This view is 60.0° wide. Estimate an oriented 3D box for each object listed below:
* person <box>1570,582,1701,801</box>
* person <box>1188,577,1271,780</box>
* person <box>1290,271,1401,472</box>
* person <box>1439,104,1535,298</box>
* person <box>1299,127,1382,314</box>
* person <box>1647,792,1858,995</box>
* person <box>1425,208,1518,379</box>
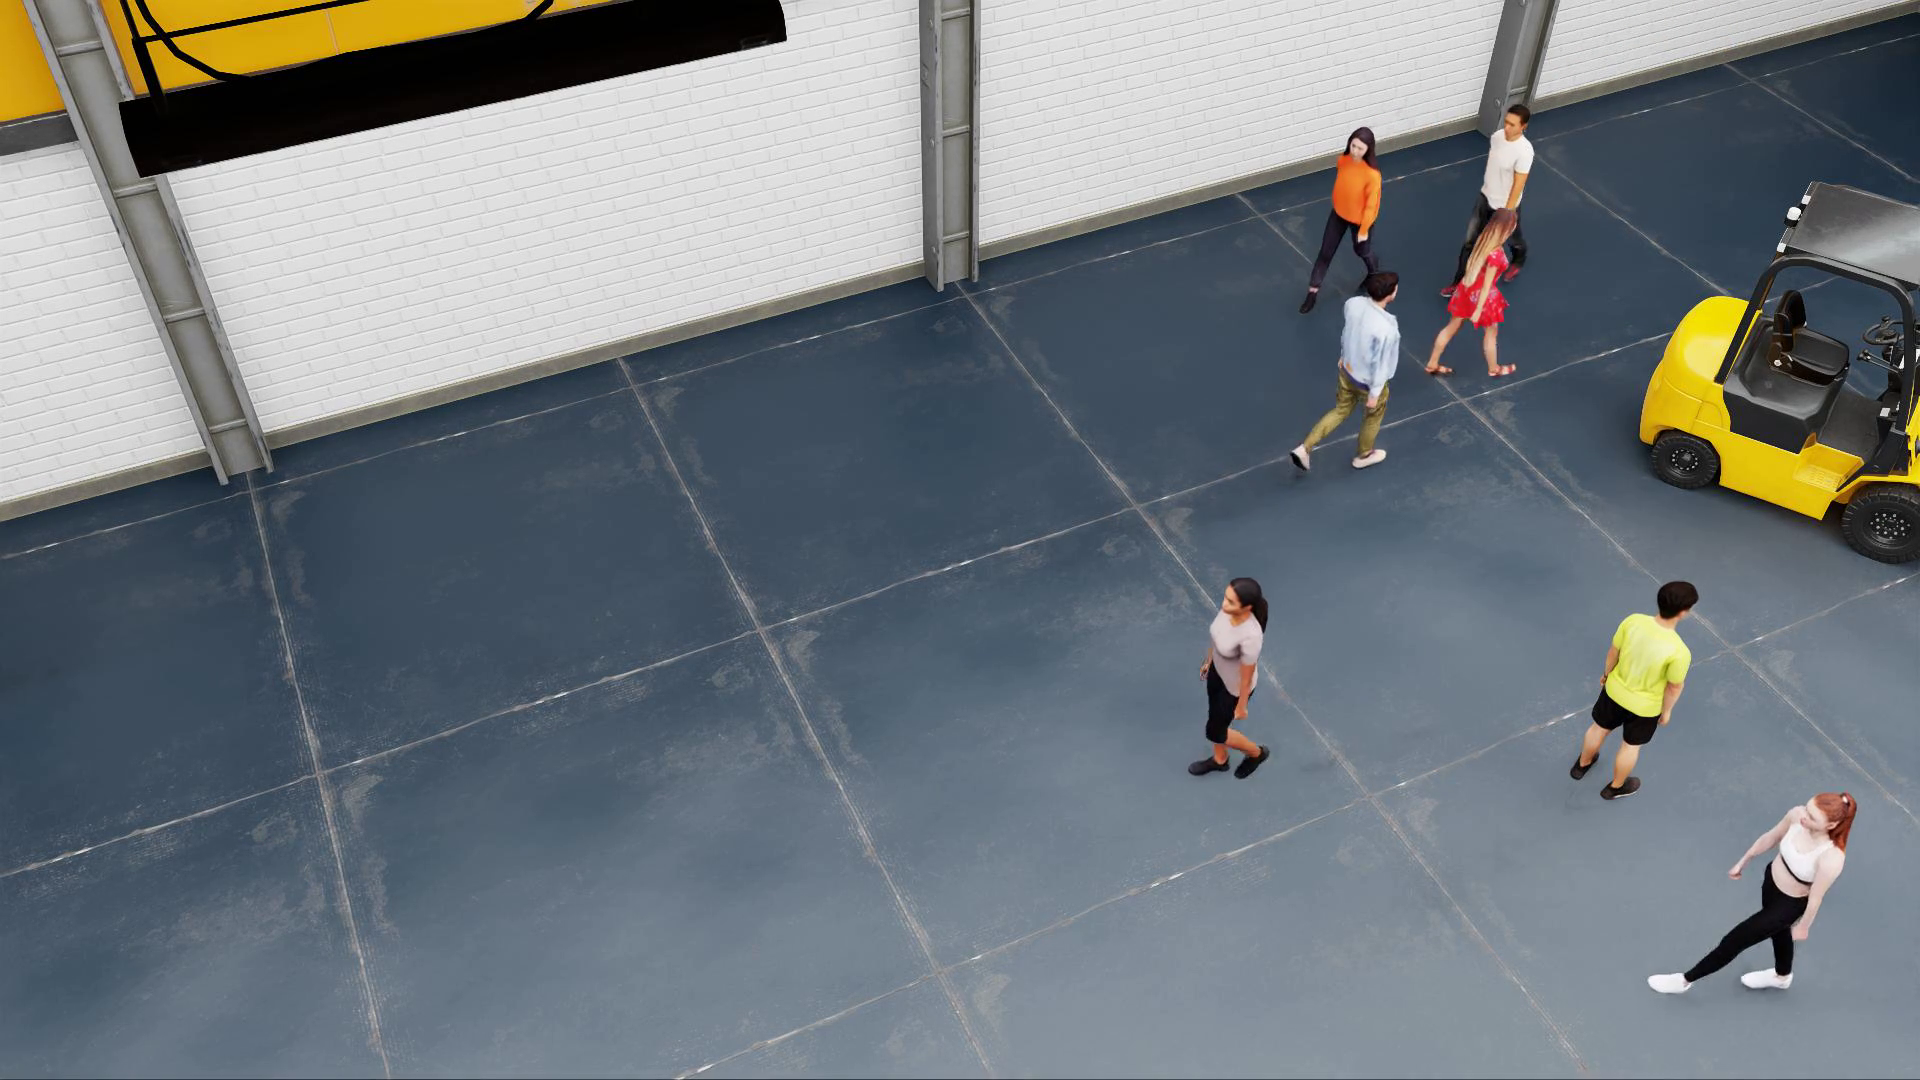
[{"bbox_3d":[4.082,0.908,10.037,0.592,1.706,0.669,-29,51,-27],"label":"person"},{"bbox_3d":[1.726,0.843,10.087,0.791,1.733,0.704,-7,44,-7],"label":"person"},{"bbox_3d":[2.879,-1.183,12.173,1.049,1.788,0.671,-17,46,-17],"label":"person"},{"bbox_3d":[4.617,-2.858,13.954,1.200,1.757,0.748,-24,48,-23],"label":"person"},{"bbox_3d":[3.323,-2.691,13.819,1.211,1.701,0.833,-25,49,-24],"label":"person"},{"bbox_3d":[4.519,1.933,8.963,1.182,1.706,0.912,-1,44,-1],"label":"person"},{"bbox_3d":[3.981,-1.908,13.098,1.014,1.563,0.777,-4,44,-4],"label":"person"}]
